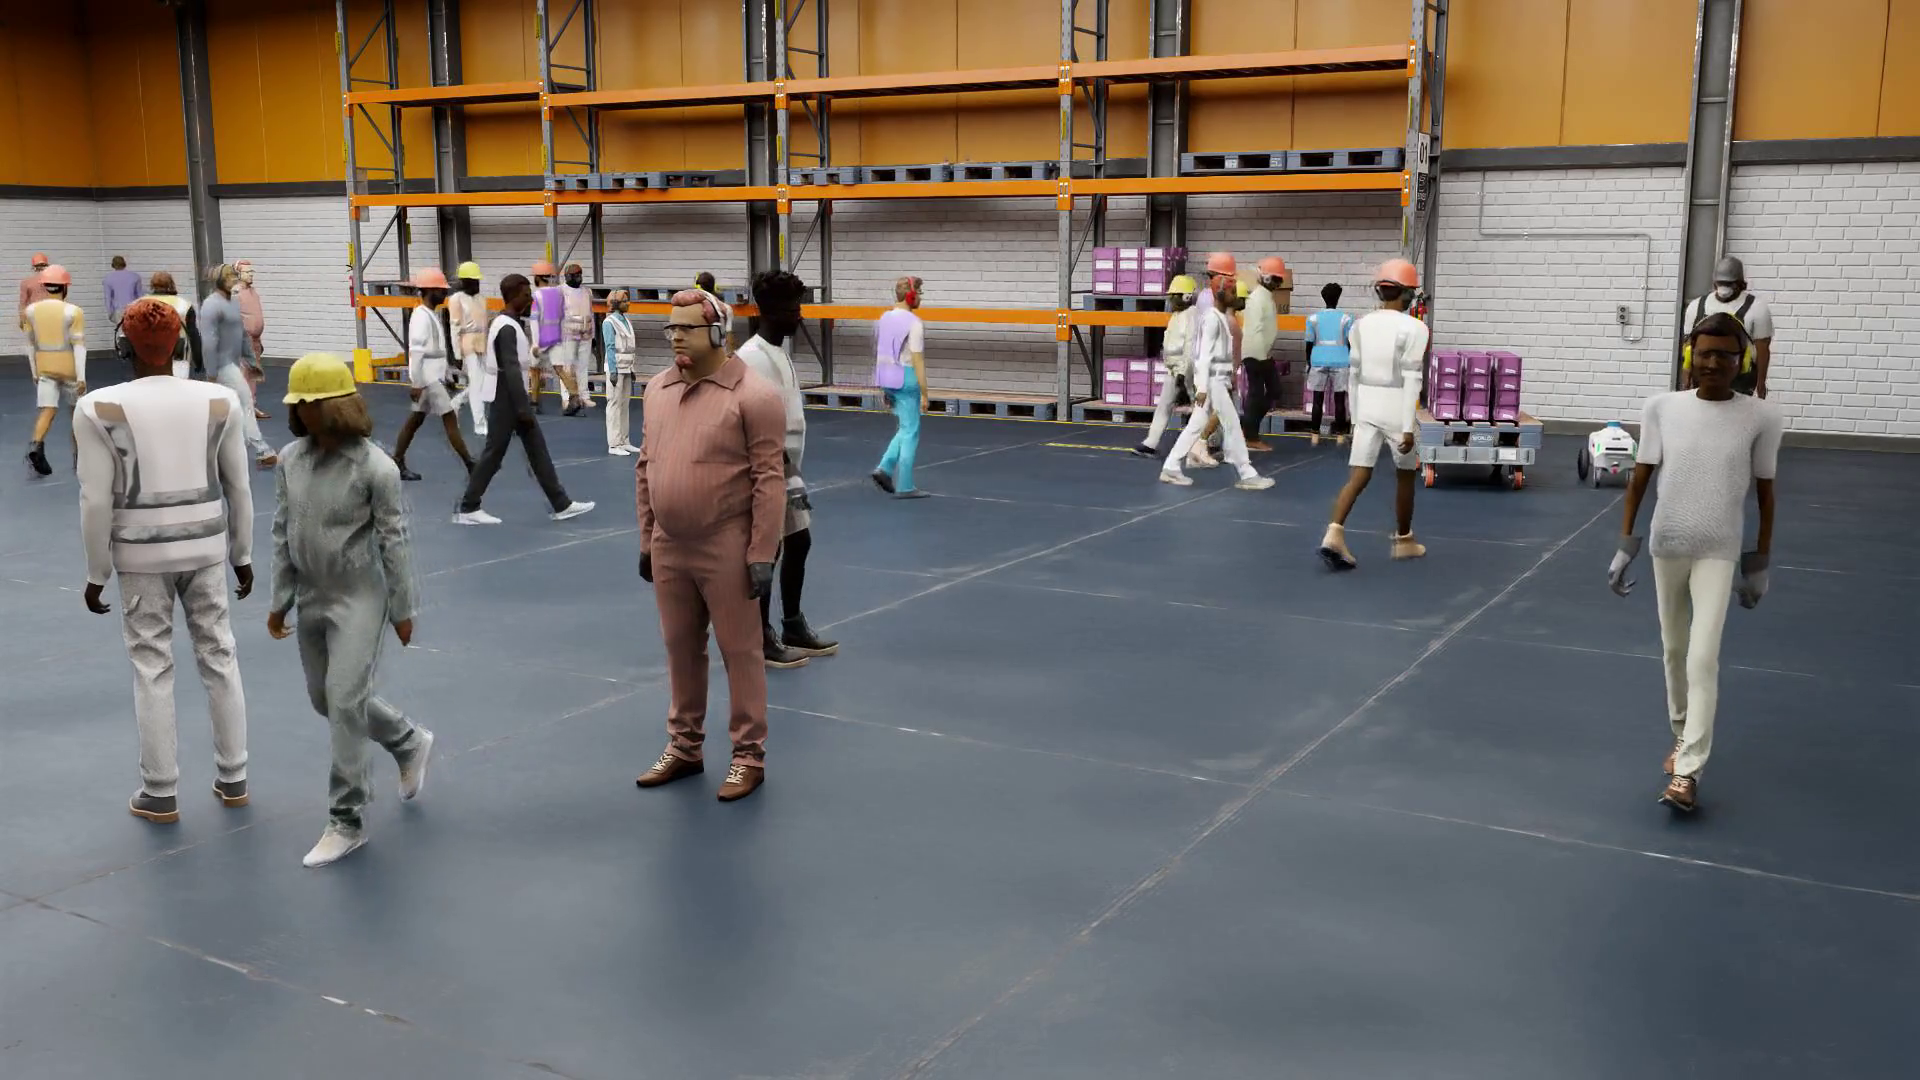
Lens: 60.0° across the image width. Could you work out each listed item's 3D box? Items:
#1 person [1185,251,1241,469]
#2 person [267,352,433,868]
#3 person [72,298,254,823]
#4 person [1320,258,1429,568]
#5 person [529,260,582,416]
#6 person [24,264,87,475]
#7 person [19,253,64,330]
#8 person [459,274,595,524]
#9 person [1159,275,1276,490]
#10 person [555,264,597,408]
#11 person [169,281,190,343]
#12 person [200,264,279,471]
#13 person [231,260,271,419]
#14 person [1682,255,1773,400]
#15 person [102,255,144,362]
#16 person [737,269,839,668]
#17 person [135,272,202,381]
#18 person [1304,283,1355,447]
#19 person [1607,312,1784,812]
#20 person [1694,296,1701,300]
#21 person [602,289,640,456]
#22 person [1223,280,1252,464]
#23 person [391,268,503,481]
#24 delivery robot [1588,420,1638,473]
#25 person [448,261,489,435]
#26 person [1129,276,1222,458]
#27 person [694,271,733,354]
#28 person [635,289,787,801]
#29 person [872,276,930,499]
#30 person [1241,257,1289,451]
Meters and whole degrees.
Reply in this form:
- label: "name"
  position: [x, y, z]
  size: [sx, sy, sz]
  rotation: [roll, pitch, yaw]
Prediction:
- label: "person"
  position: [2.313, -1.635, 15.313]
  size: [0.507, 2.014, 0.744]
  rotation: [2, 10, 9]
- label: "person"
  position: [-2.103, 0.196, 5.796]
  size: [0.484, 1.717, 0.716]
  rotation: [4, 11, 24]
- label: "person"
  position: [-2.851, 0.076, 6.008]
  size: [0.586, 1.882, 0.342]
  rotation: [-9, 13, -41]
- label: "person"
  position: [2.696, -0.808, 10.721]
  size: [1.012, 2.004, 0.614]
  rotation: [-9, 13, -40]
- label: "person"
  position: [-5.005, -2.451, 20.273]
  size: [0.971, 1.902, 0.550]
  rotation: [8, 13, 38]
- label: "person"
  position: [-8.227, -1.546, 15.137]
  size: [0.547, 1.913, 0.890]
  rotation: [-1, 10, -4]
- label: "person"
  position: [-14.052, -3.409, 25.523]
  size: [0.957, 1.965, 0.604]
  rotation: [8, 13, 39]
- label: "person"
  position: [-3.300, -1.040, 12.384]
  size: [1.007, 1.861, 0.630]
  rotation: [-2, 10, -9]
- label: "person"
  position: [2.187, -1.351, 14.263]
  size: [1.016, 1.829, 0.594]
  rotation: [2, 10, 13]
- label: "person"
  position: [-4.933, -2.610, 21.342]
  size: [0.429, 1.841, 0.633]
  rotation: [9, 13, 41]
- label: "person"
  position: [-11.234, -2.912, 23.663]
  size: [0.531, 1.607, 0.644]
  rotation: [-8, 13, -37]
- label: "person"
  position: [-6.616, -1.578, 15.311]
  size: [0.958, 1.893, 0.652]
  rotation: [-2, 10, -9]
- label: "person"
  position: [-8.485, -2.370, 19.799]
  size: [0.399, 1.908, 0.643]
  rotation: [1, 10, 5]
- label: "person"
  position: [6.492, -1.429, 14.086]
  size: [0.812, 2.000, 0.692]
  rotation: [-9, 14, -42]
- label: "person"
  position: [-14.820, -4.093, 29.518]
  size: [0.650, 1.917, 0.821]
  rotation: [-5, 11, -26]
- label: "person"
  position: [-0.881, -0.339, 8.150]
  size: [0.470, 1.955, 0.623]
  rotation: [2, 10, 10]
- label: "person"
  position: [-8.261, -1.891, 17.385]
  size: [0.639, 1.796, 0.941]
  rotation: [-3, 10, -15]
- label: "person"
  position: [3.832, -1.810, 17.229]
  size: [0.530, 1.692, 0.322]
  rotation: [4, 11, 20]
- label: "person"
  position: [2.748, 0.065, 6.245]
  size: [0.512, 1.823, 0.910]
  rotation: [8, 13, 38]
- label: "person"
  position: [7.126, -1.501, 15.716]
  size: [0.656, 1.603, 0.504]
  rotation: [2, 10, 11]
- label: "person"
  position: [-3.381, -1.665, 16.545]
  size: [0.309, 1.645, 0.515]
  rotation: [2, 10, 11]
- label: "person"
  position: [2.499, -1.591, 15.831]
  size: [0.539, 1.750, 0.537]
  rotation: [1, 10, 4]
- label: "person"
  position: [-4.616, -1.440, 14.615]
  size: [1.032, 1.879, 0.562]
  rotation: [-2, 10, -11]
- label: "delivery robot"
  position: [5.680, -0.802, 14.477]
  size: [0.477, 0.478, 0.707]
  rotation: [3, 10, 15]
- label: "person"
  position: [-5.413, -2.103, 18.281]
  size: [0.681, 1.904, 0.596]
  rotation: [3, 11, 18]
- label: "person"
  position: [2.156, -1.670, 16.185]
  size: [0.934, 1.785, 0.587]
  rotation: [-4, 11, -21]
- label: "person"
  position: [-2.495, -1.766, 16.607]
  size: [0.524, 1.832, 0.867]
  rotation: [-5, 11, -27]
- label: "person"
  position: [-0.967, 0.020, 6.263]
  size: [0.641, 1.908, 0.407]
  rotation: [5, 11, 27]
- label: "person"
  position: [-0.448, -1.234, 13.578]
  size: [0.445, 1.826, 0.588]
  rotation: [-6, 12, -31]
- label: "person"
  position: [3.060, -1.855, 16.734]
  size: [0.461, 1.965, 0.618]
  rotation: [5, 11, 27]
